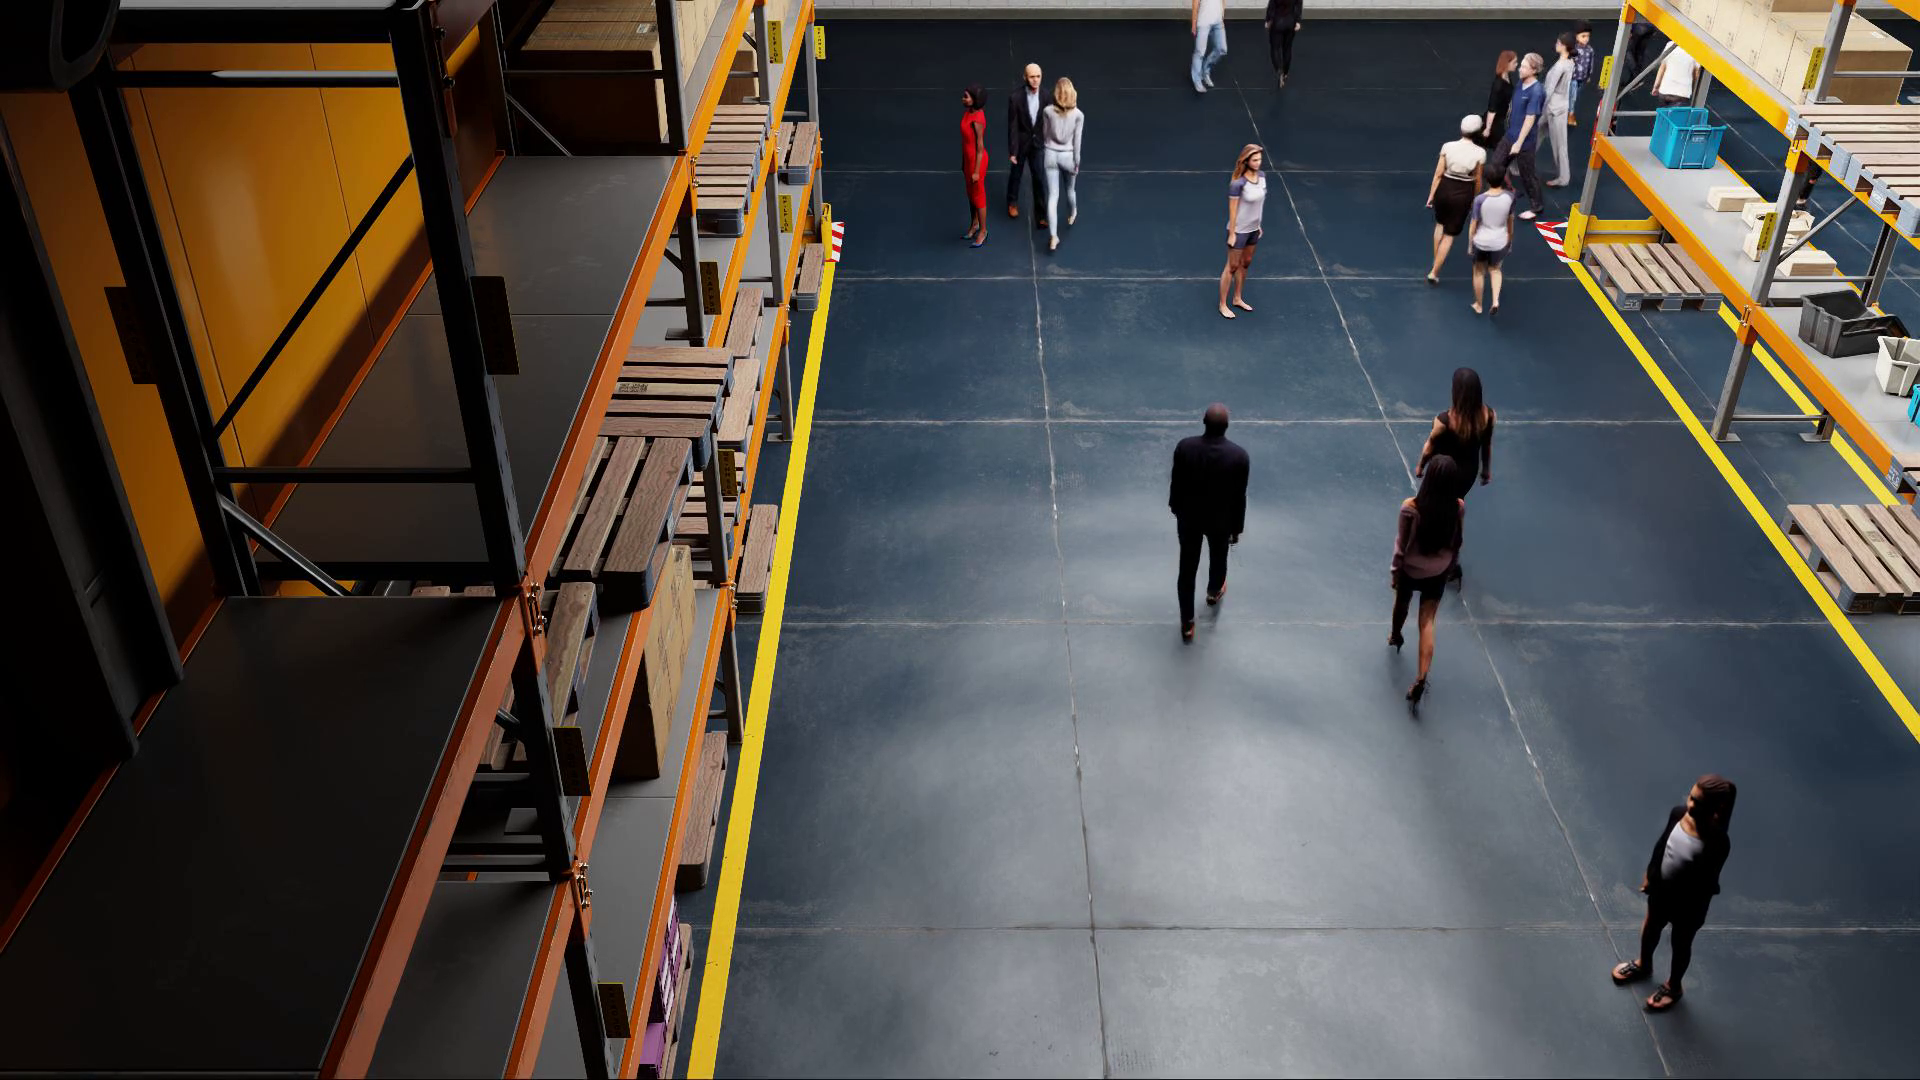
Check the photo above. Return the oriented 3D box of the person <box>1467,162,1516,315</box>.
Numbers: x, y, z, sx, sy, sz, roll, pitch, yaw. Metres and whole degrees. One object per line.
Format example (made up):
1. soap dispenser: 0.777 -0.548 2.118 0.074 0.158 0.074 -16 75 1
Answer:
1. person: 5.121 -2.854 16.036 0.602 1.540 0.664 3 34 4

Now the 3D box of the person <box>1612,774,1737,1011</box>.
1. person: 3.881 1.865 8.928 0.684 1.551 0.600 -18 38 -25

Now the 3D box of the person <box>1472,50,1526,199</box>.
1. person: 5.877 -4.639 18.614 0.953 1.659 1.090 14 36 20

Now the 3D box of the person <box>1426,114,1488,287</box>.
1. person: 4.895 -3.341 16.603 0.869 1.724 0.960 19 38 26

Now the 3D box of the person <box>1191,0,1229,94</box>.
1. person: 3.202 -6.794 21.693 0.805 1.841 0.829 -14 36 -20

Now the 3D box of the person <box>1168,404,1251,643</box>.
1. person: 1.693 -0.081 11.640 0.890 1.788 1.099 8 34 12

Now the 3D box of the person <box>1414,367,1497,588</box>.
1. person: 3.676 -0.407 12.238 0.888 1.669 1.136 -10 35 -15

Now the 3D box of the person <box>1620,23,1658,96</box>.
1. person: 8.866 -6.604 21.464 0.754 1.777 0.871 -8 34 -12

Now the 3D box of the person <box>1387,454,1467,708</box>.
1. person: 3.111 0.295 11.094 0.652 1.767 1.084 1 34 1

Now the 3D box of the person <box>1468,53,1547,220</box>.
1. person: 6.132 -4.294 17.953 0.914 1.817 1.191 -7 34 -10

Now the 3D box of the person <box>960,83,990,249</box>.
1. person: 0.160 -3.940 17.487 0.676 1.743 0.532 -9 35 -14

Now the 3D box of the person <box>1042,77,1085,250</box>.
1. person: 1.019 -3.909 17.448 0.742 1.735 1.218 6 34 10

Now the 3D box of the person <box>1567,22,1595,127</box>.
1. person: 7.711 -5.848 20.820 0.571 1.232 0.849 -5 34 -7

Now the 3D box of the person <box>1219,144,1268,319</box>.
1. person: 2.742 -3.012 16.102 0.685 1.730 0.724 -24 40 -31

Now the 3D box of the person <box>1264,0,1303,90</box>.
1. person: 4.198 -6.664 21.632 0.653 1.693 0.926 0 34 -1

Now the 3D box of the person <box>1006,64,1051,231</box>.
1. person: 0.689 -4.272 17.976 0.953 1.755 1.284 -10 35 -15

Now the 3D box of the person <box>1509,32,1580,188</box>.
1. person: 6.825 -4.822 18.821 0.925 1.736 1.054 14 36 20
